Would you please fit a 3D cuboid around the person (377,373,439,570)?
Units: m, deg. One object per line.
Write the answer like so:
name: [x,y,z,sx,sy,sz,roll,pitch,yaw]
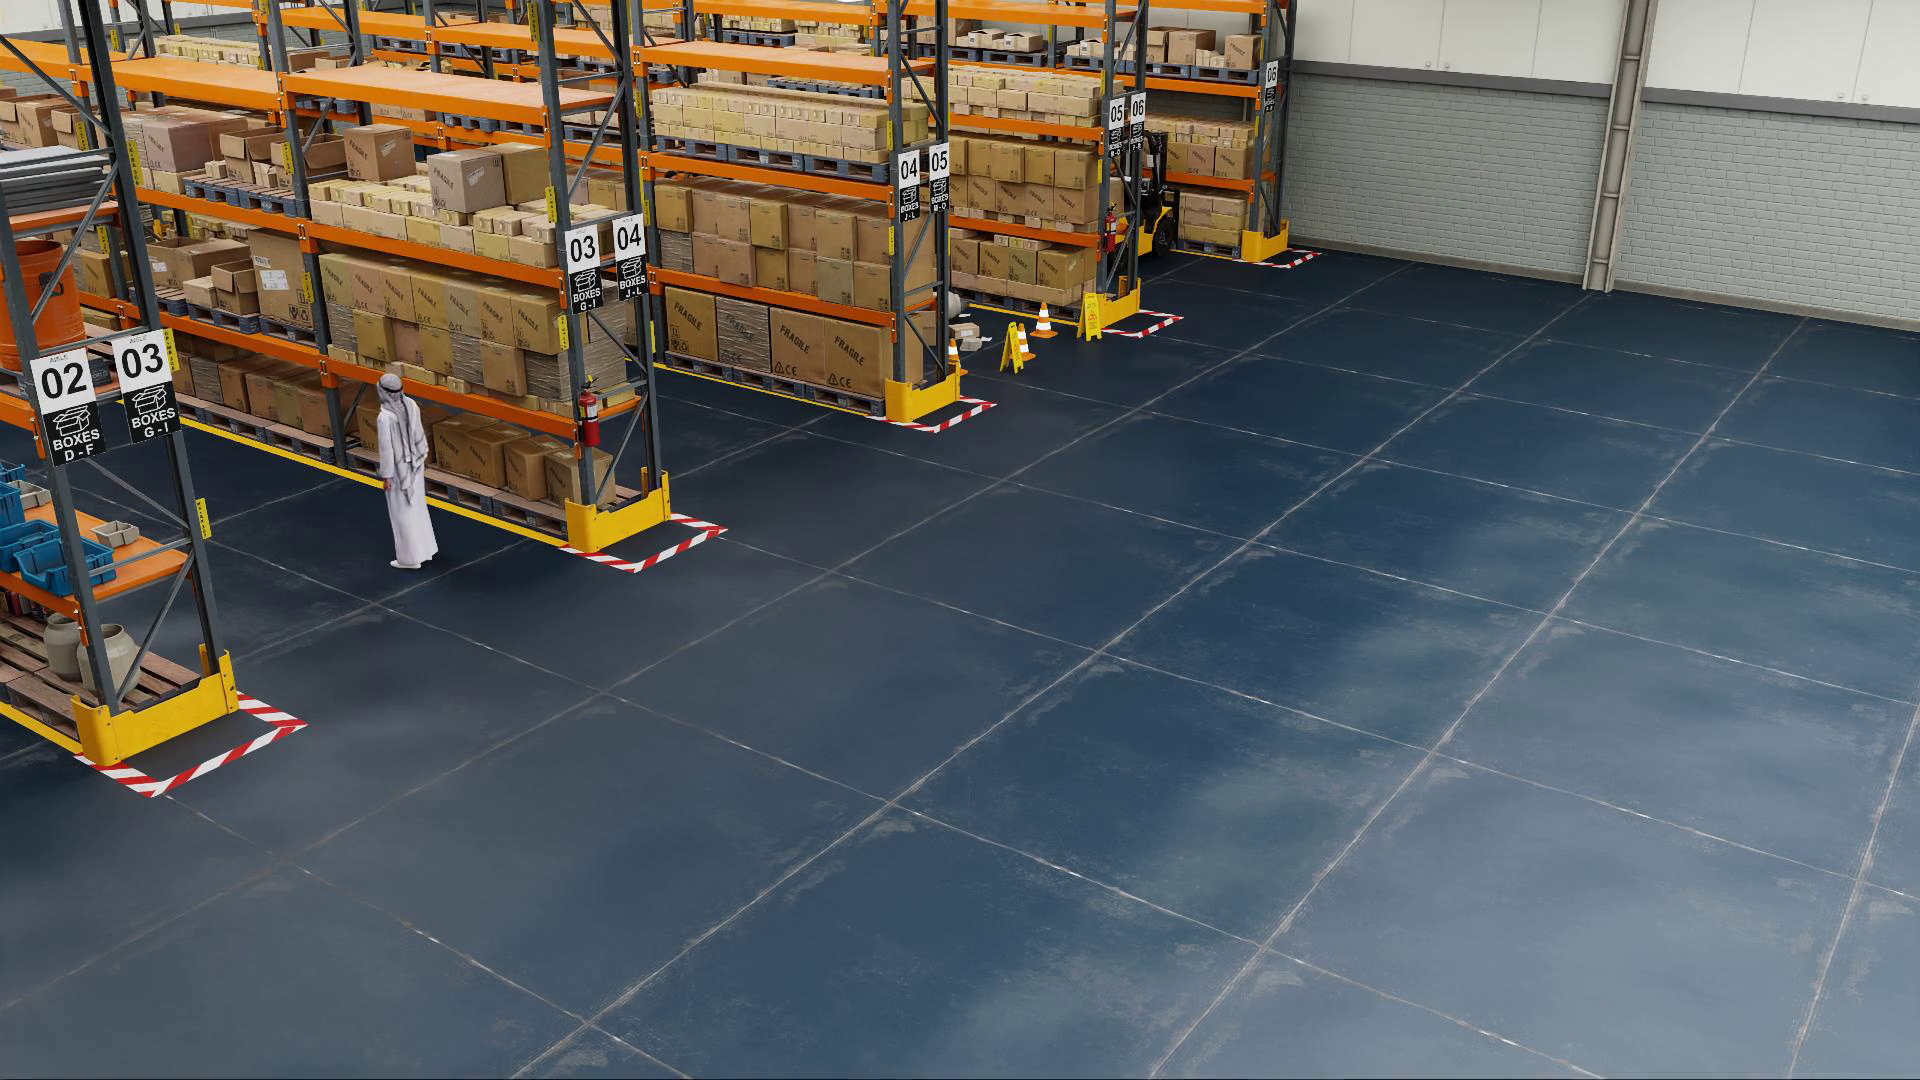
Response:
person: [-5.322,-0.666,15.882,0.720,1.927,0.750,8,24,19]
